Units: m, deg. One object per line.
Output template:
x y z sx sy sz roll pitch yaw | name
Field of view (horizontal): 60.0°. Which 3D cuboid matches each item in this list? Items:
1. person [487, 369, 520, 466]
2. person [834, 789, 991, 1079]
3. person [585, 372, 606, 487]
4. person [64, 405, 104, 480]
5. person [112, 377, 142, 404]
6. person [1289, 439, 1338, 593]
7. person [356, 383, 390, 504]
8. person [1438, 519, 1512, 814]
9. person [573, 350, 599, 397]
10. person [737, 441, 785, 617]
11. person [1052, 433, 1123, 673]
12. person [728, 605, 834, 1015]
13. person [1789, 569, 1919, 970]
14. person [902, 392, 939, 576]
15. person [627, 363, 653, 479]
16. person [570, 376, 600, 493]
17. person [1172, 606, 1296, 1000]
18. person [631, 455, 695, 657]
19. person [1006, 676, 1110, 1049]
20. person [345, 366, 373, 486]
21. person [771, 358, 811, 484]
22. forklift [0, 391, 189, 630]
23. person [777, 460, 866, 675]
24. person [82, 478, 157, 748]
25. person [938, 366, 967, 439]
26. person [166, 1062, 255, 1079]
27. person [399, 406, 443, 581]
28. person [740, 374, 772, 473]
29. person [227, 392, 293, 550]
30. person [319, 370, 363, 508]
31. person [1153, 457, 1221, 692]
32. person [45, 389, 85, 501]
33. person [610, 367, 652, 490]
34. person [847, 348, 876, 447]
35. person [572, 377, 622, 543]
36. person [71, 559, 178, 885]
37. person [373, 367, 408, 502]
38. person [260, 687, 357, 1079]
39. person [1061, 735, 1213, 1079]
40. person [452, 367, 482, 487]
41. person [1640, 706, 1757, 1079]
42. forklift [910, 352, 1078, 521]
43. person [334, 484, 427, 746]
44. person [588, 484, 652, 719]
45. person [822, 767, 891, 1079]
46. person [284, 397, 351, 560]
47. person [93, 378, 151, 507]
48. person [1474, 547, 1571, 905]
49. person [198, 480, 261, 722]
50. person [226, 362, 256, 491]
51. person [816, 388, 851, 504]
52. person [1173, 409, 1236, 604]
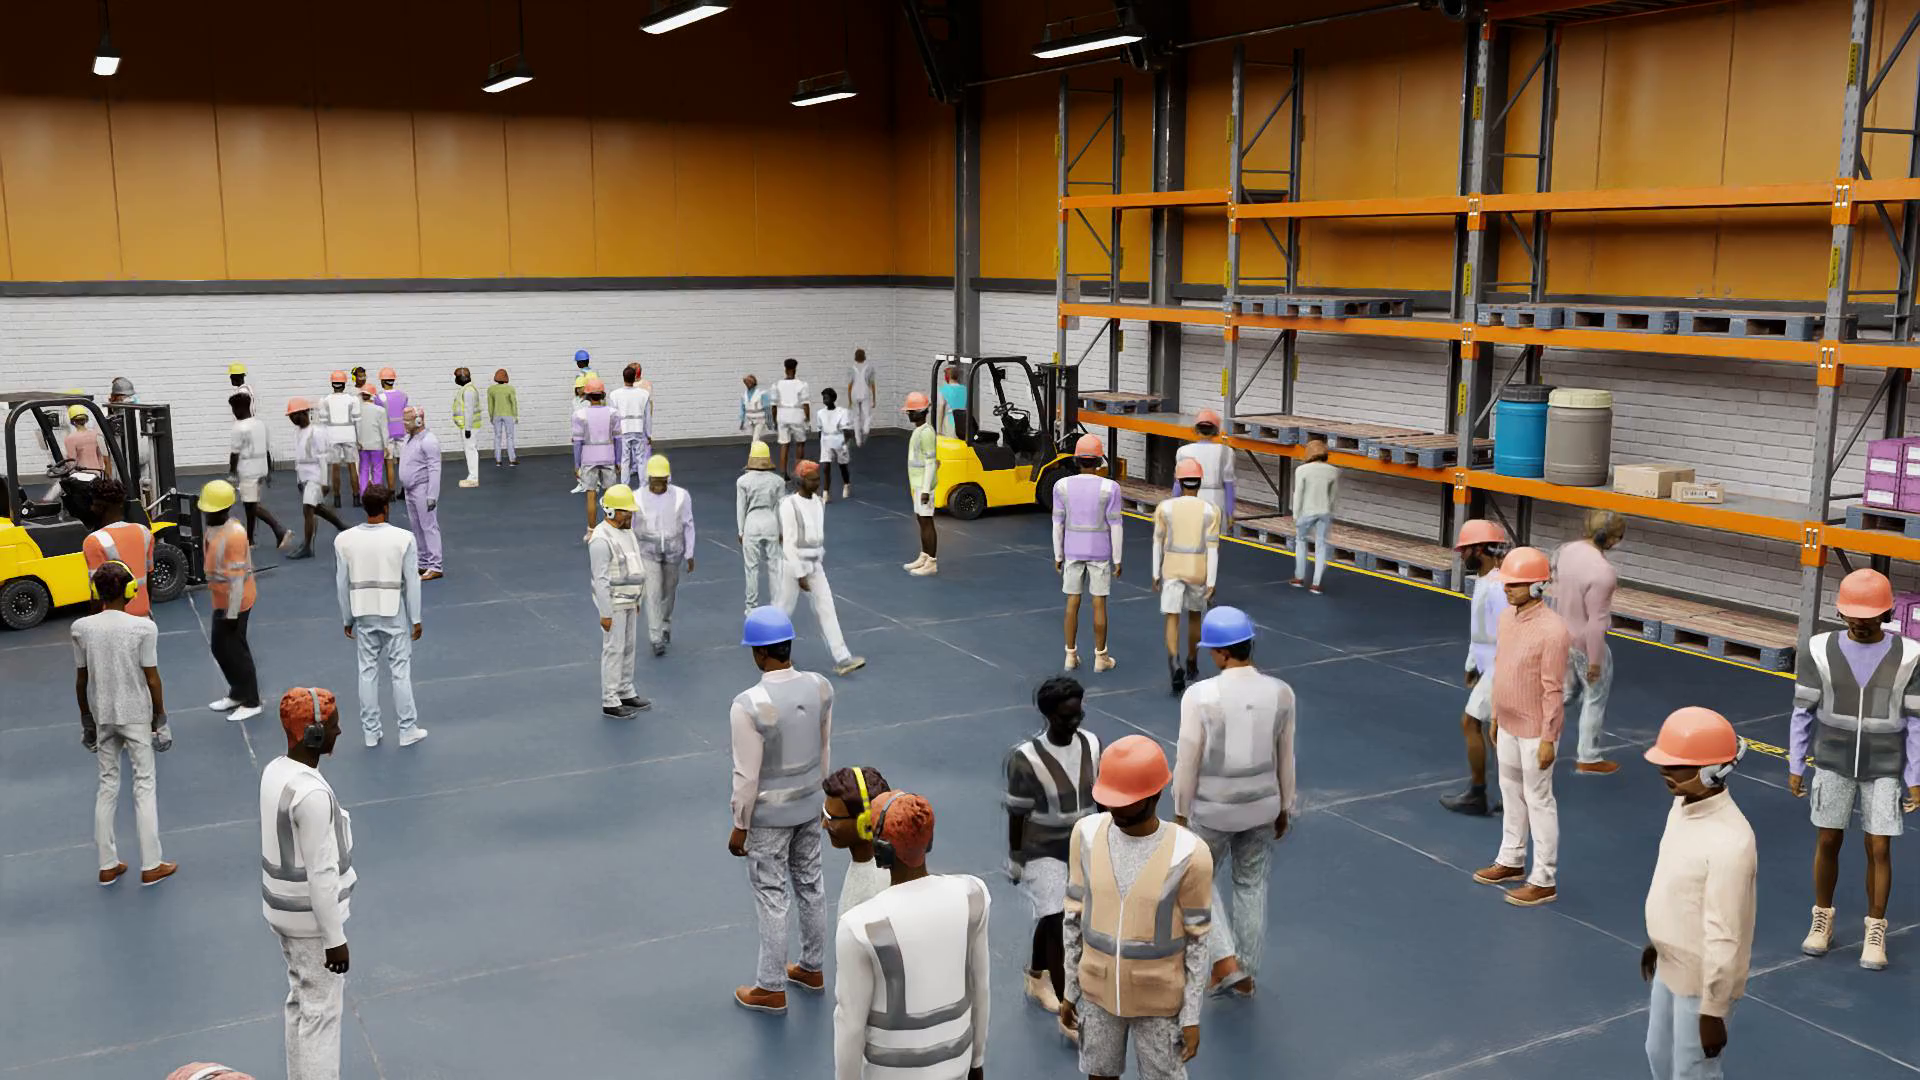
-7.640 -2.049 27.830 0.498 1.634 0.279 1 10 5 | person
-0.148 1.727 5.405 0.577 1.876 0.348 -7 12 -33 | person
-5.531 -1.644 25.110 0.303 1.772 0.526 5 11 25 | person
-10.470 -0.736 19.903 0.329 1.765 0.525 4 10 20 | person
-11.652 -1.361 23.265 0.345 1.845 0.508 3 10 16 | person
3.724 -0.262 17.611 0.521 1.594 0.687 -2 10 -10 | person
-8.335 -1.340 23.451 0.585 1.738 0.478 2 10 12 | person
3.391 0.817 10.584 0.773 1.884 0.559 2 10 14 | person
-6.280 -2.225 27.973 0.417 1.939 0.605 3 10 19 | person
-1.951 -0.101 16.332 0.480 1.733 0.339 -3 10 -18 | person
1.096 0.113 14.192 0.614 2.047 0.361 3 10 19 | person
-0.852 1.265 7.861 0.393 1.943 0.602 8 13 38 | person
4.506 1.137 8.374 0.613 2.028 0.408 6 12 31 | person
-0.440 -0.618 18.423 0.395 2.040 0.609 -2 10 -11 | person
-5.085 -1.895 26.360 0.564 1.837 0.388 7 12 36 | person
-5.564 -1.550 24.639 0.493 1.743 0.295 4 11 24 | person
1.304 1.264 7.918 0.641 1.921 0.439 -3 10 -17 | person
-2.682 0.123 14.934 0.587 1.783 0.948 -3 10 -16 | person
0.526 1.452 7.592 0.539 1.667 0.784 -8 13 -39 | person
-9.028 -1.690 25.120 0.335 1.865 0.504 5 11 26 | person
-2.603 -1.855 25.847 0.671 1.931 0.720 2 10 9 | person
-9.026 -0.363 16.508 1.214 2.155 2.313 6 11 29 | forklift
-1.277 0.242 14.089 1.024 1.826 0.582 7 12 34 | person
-6.093 0.524 12.060 0.361 1.964 0.617 2 10 14 | person
-0.034 -1.761 25.632 0.591 1.820 0.711 -8 13 -39 | person
-1.553 2.034 3.576 0.404 1.900 0.637 5 11 26 | person
-5.926 -0.512 18.202 0.404 1.904 0.652 -9 13 -42 | person
-3.339 -1.873 26.881 0.524 1.592 0.803 8 12 37 | person
-8.414 -0.815 19.913 0.869 1.930 0.597 2 10 9 | person
-8.659 -1.413 23.294 0.551 1.935 0.375 -3 10 -17 | person
1.851 0.282 13.671 0.552 1.904 0.888 2 10 11 | person
-12.260 -1.212 22.753 0.708 1.721 0.527 -5 11 -27 | person
-4.766 -1.546 24.112 0.600 1.917 0.376 -4 10 -19 | person
-1.798 -2.579 30.330 0.517 1.825 0.695 0 10 0 | person
-4.459 -0.976 20.465 0.608 2.048 0.370 -5 11 -25 | person
-4.748 1.036 9.441 0.514 1.861 0.336 1 10 3 | person
-8.156 -1.507 23.835 0.354 1.939 0.544 7 12 34 | person
-2.591 1.508 6.666 0.360 1.879 0.582 -7 12 -35 | person
0.604 1.615 5.889 0.542 1.929 0.374 5 11 25 | person
-7.529 -1.728 25.420 0.429 1.835 0.635 -3 10 -19 | person
2.643 1.561 6.049 0.410 1.988 0.668 2 10 10 | person
0.460 -1.461 22.833 2.313 2.155 1.214 -5 11 -28 | forklift
-4.198 0.550 12.049 0.590 1.919 0.397 0 10 0 | person
-2.624 0.471 12.805 0.403 1.817 0.601 2 10 10 | person
-0.313 1.677 5.738 0.323 1.861 0.514 -2 10 -9 | person
-7.582 -0.752 19.640 0.582 1.896 0.917 7 12 37 | person
-10.351 -1.015 20.708 0.536 2.000 0.684 5 11 28 | person
3.108 1.014 9.204 0.407 1.986 0.610 -3 10 -14 | person
-5.568 0.464 12.638 0.430 1.885 0.645 -8 13 -40 | person
-10.780 -1.705 25.004 0.379 1.925 0.594 -4 11 -24 | person
-1.795 -1.376 23.896 0.527 1.655 0.880 2 10 13 | person
2.501 -0.337 17.025 0.628 1.993 1.062 0 10 0 | person
